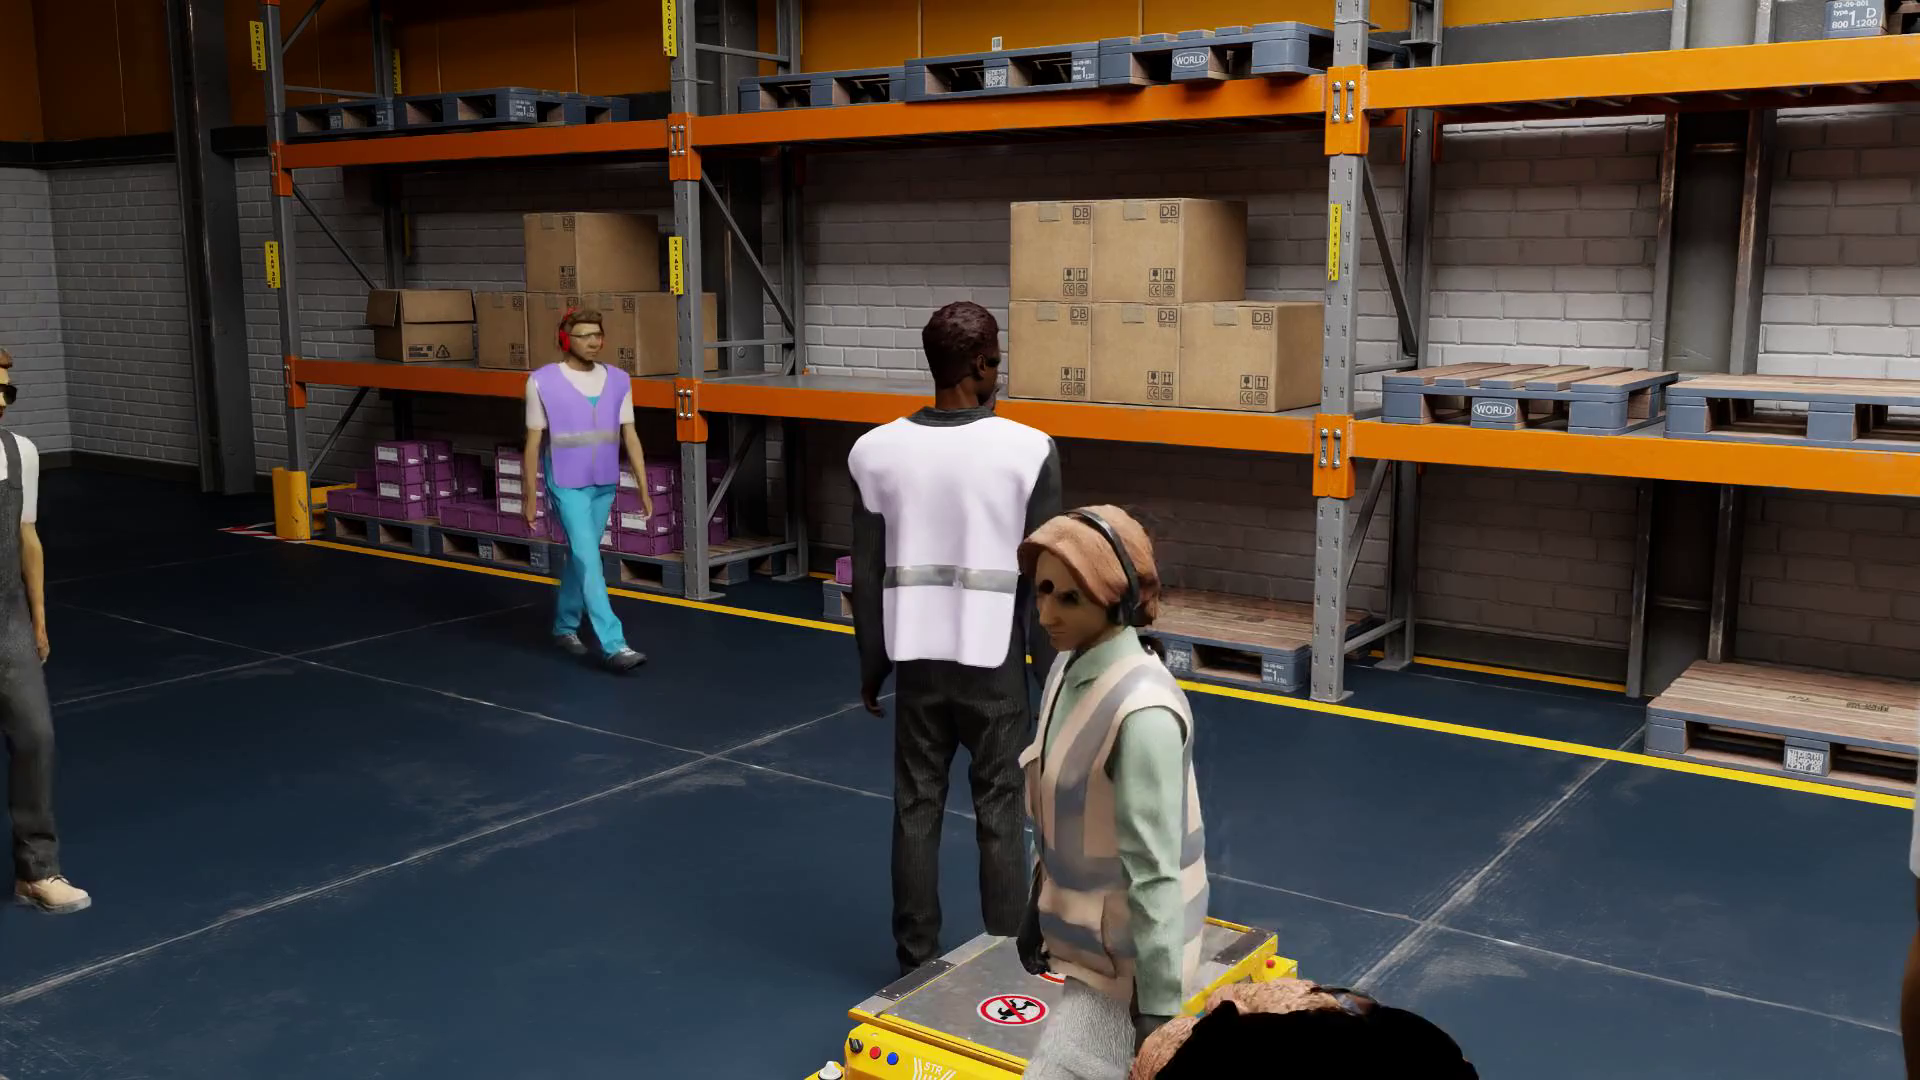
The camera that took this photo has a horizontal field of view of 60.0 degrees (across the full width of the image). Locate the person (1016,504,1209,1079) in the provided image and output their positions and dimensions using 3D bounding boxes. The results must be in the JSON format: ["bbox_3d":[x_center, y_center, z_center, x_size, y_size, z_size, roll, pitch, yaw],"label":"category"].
[{"bbox_3d":[0.200,0.737,2.894,0.535,1.614,0.565,-1,10,-6],"label":"person"}]

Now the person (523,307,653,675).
[{"bbox_3d":[-1.828,-0.252,8.265,0.958,1.789,0.588,9,13,44],"label":"person"}]

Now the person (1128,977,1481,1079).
[{"bbox_3d":[0.210,1.057,1.114,0.509,1.587,0.893,-7,12,-37],"label":"person"}]

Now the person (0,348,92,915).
[{"bbox_3d":[-3.080,0.278,5.118,0.670,1.800,0.540,6,11,33],"label":"person"}]

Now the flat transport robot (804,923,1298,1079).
[{"bbox_3d":[0.254,1.194,4.191,0.652,0.197,1.431,7,12,35],"label":"flat transport robot"}]

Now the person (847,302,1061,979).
[{"bbox_3d":[-0.006,0.329,4.459,0.587,1.915,0.395,3,10,17],"label":"person"}]
